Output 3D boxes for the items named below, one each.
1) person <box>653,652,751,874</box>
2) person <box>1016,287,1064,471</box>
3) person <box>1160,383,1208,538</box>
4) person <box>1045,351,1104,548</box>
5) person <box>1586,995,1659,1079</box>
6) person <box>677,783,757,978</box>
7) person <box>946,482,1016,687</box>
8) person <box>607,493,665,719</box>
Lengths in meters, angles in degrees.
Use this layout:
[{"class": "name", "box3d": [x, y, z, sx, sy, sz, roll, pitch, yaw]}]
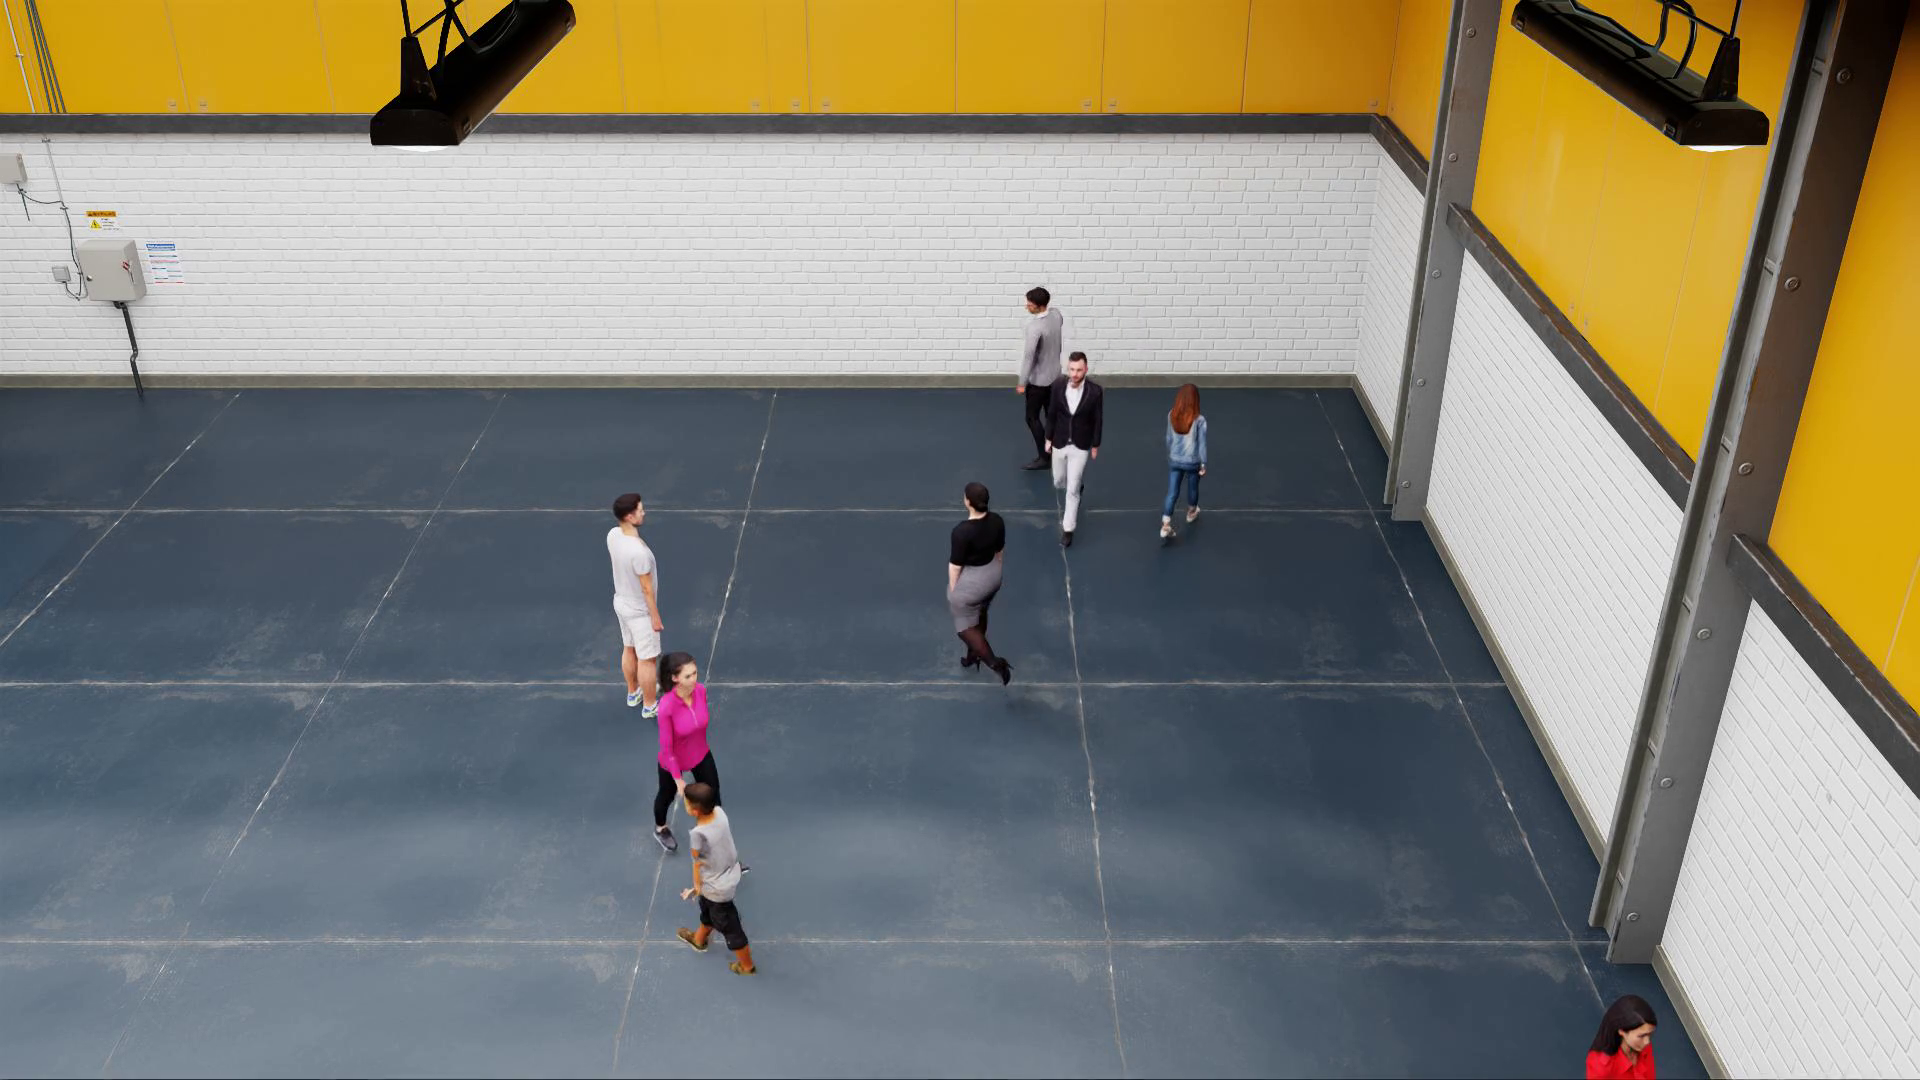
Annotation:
[{"class": "person", "box3d": [-1.901, 1.449, 11.089, 1.109, 1.648, 1.157, -25, 38, -38]}, {"class": "person", "box3d": [0.856, -1.659, 16.524, 0.857, 1.900, 1.017, -22, 35, -34]}, {"class": "person", "box3d": [2.011, -0.692, 15.220, 0.889, 1.450, 1.079, 16, 32, 26]}, {"class": "person", "box3d": [1.043, -0.895, 15.202, 0.903, 1.824, 1.132, 9, 30, 16]}, {"class": "person", "box3d": [3.185, 2.938, 8.253, 0.741, 1.748, 0.788, -20, 35, -33]}, {"class": "person", "box3d": [-1.425, 2.063, 10.190, 0.867, 1.430, 0.911, 15, 32, 26]}, {"class": "person", "box3d": [0.167, 0.386, 12.943, 1.007, 1.739, 1.104, -21, 35, -33]}, {"class": "person", "box3d": [-2.462, 0.496, 12.627, 0.827, 1.848, 0.737, -21, 35, -33]}]
